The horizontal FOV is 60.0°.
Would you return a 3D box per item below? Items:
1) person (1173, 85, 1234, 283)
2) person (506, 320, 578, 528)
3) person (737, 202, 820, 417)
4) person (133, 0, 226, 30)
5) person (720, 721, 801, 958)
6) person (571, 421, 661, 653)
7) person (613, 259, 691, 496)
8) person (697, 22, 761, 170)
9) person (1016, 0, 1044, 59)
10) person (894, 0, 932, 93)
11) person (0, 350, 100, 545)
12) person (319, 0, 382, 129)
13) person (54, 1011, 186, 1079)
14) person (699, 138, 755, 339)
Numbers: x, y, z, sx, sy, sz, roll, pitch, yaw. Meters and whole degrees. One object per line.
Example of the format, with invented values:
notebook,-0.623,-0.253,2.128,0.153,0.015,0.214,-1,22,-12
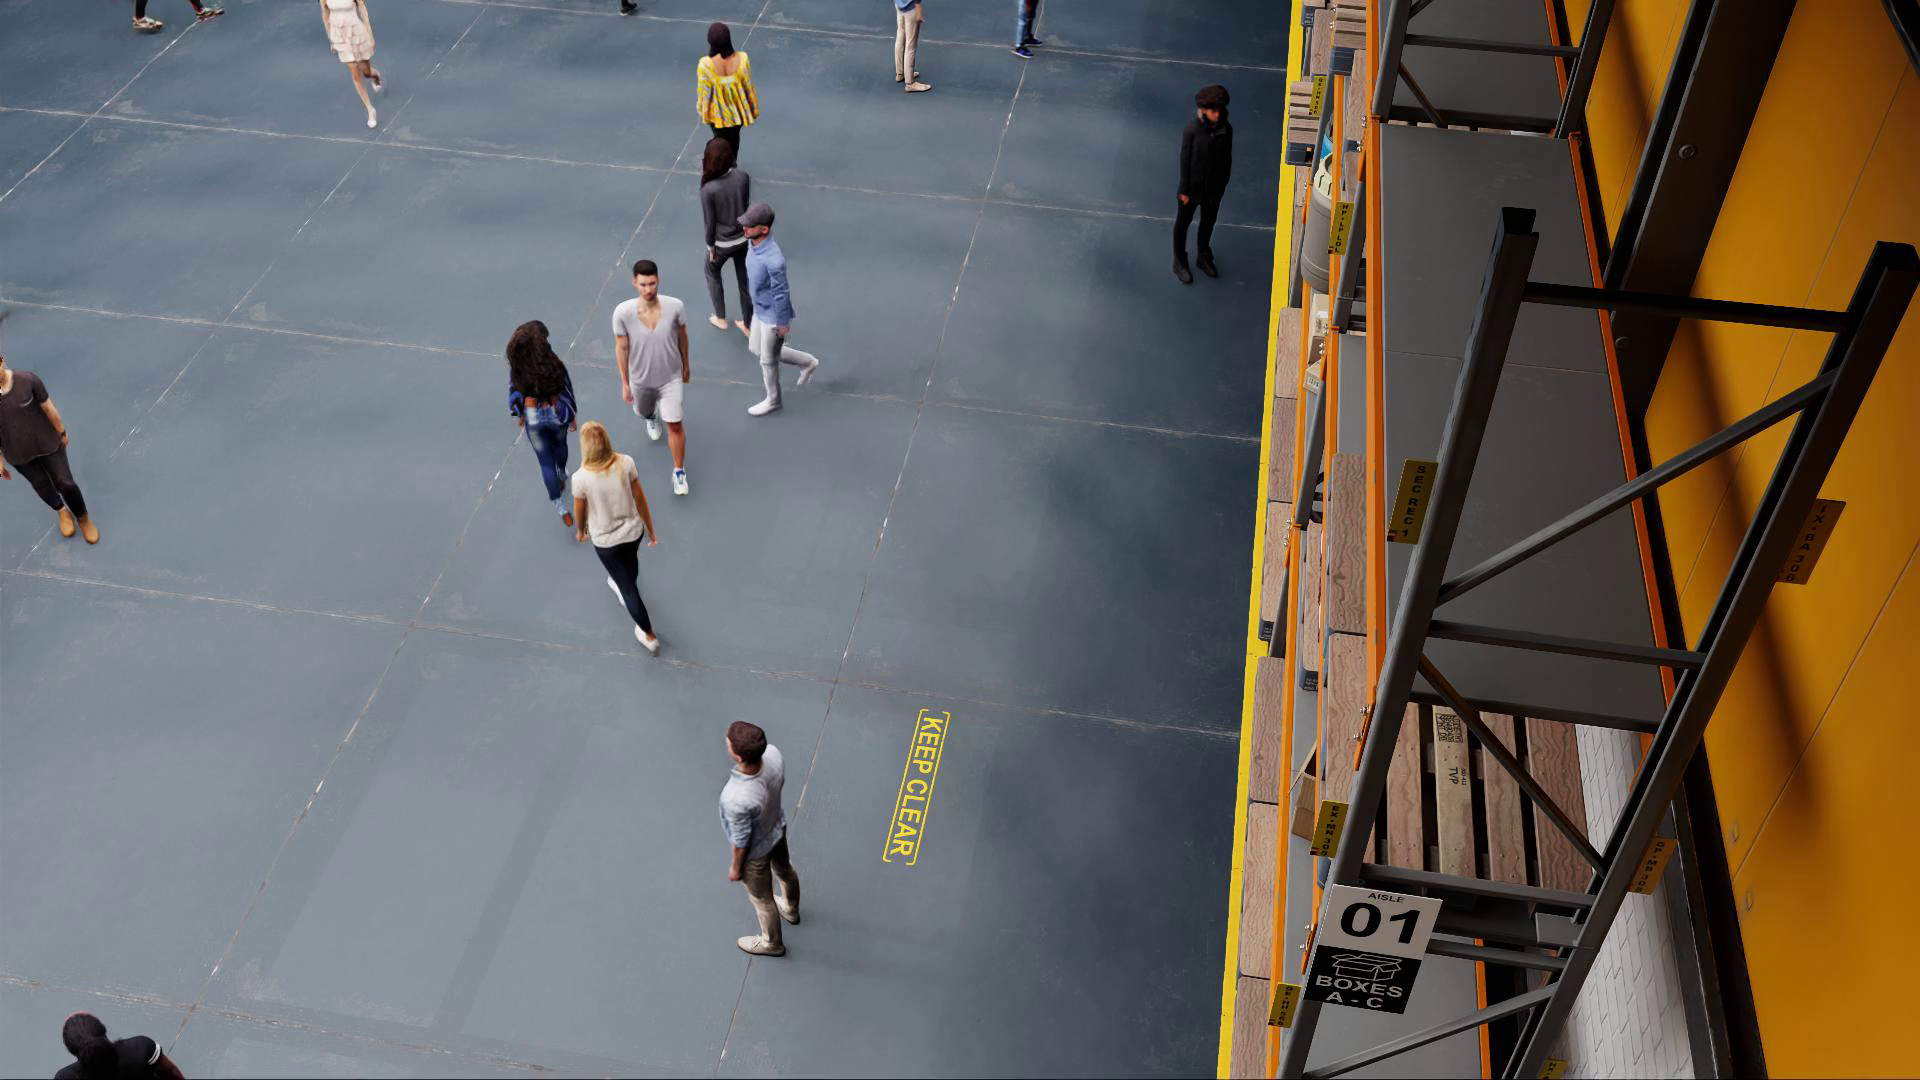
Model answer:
person,2.016,-3.002,13.929,0.703,1.775,0.718,-10,45,-11
person,-2.920,-0.797,11.744,0.845,1.597,1.089,-8,44,-8
person,-1.362,-1.770,12.566,0.973,1.872,0.948,-16,46,-16
person,-8.443,-6.102,17.194,1.000,1.761,1.179,-11,45,-12
person,-1.082,1.618,9.028,0.758,1.847,0.572,17,46,17
person,-2.153,0.039,10.737,0.999,1.775,1.042,-26,49,-25
person,-2.232,-1.267,12.069,0.999,1.829,1.283,-9,44,-10
person,-2.063,-3.778,14.854,1.046,1.623,1.175,-18,46,-18
person,0.714,-5.588,17.024,0.609,1.250,0.490,17,46,17
person,-0.511,-5.261,16.360,0.769,1.704,0.678,-17,46,-17
person,-6.499,-0.731,11.601,0.783,1.699,0.839,-16,46,-16
person,-5.789,-4.810,15.866,0.691,1.722,0.875,-3,44,-3
person,-3.901,2.745,7.930,0.716,1.729,0.767,-23,48,-22
person,-1.780,-2.353,13.260,0.764,1.758,0.822,-24,49,-23
